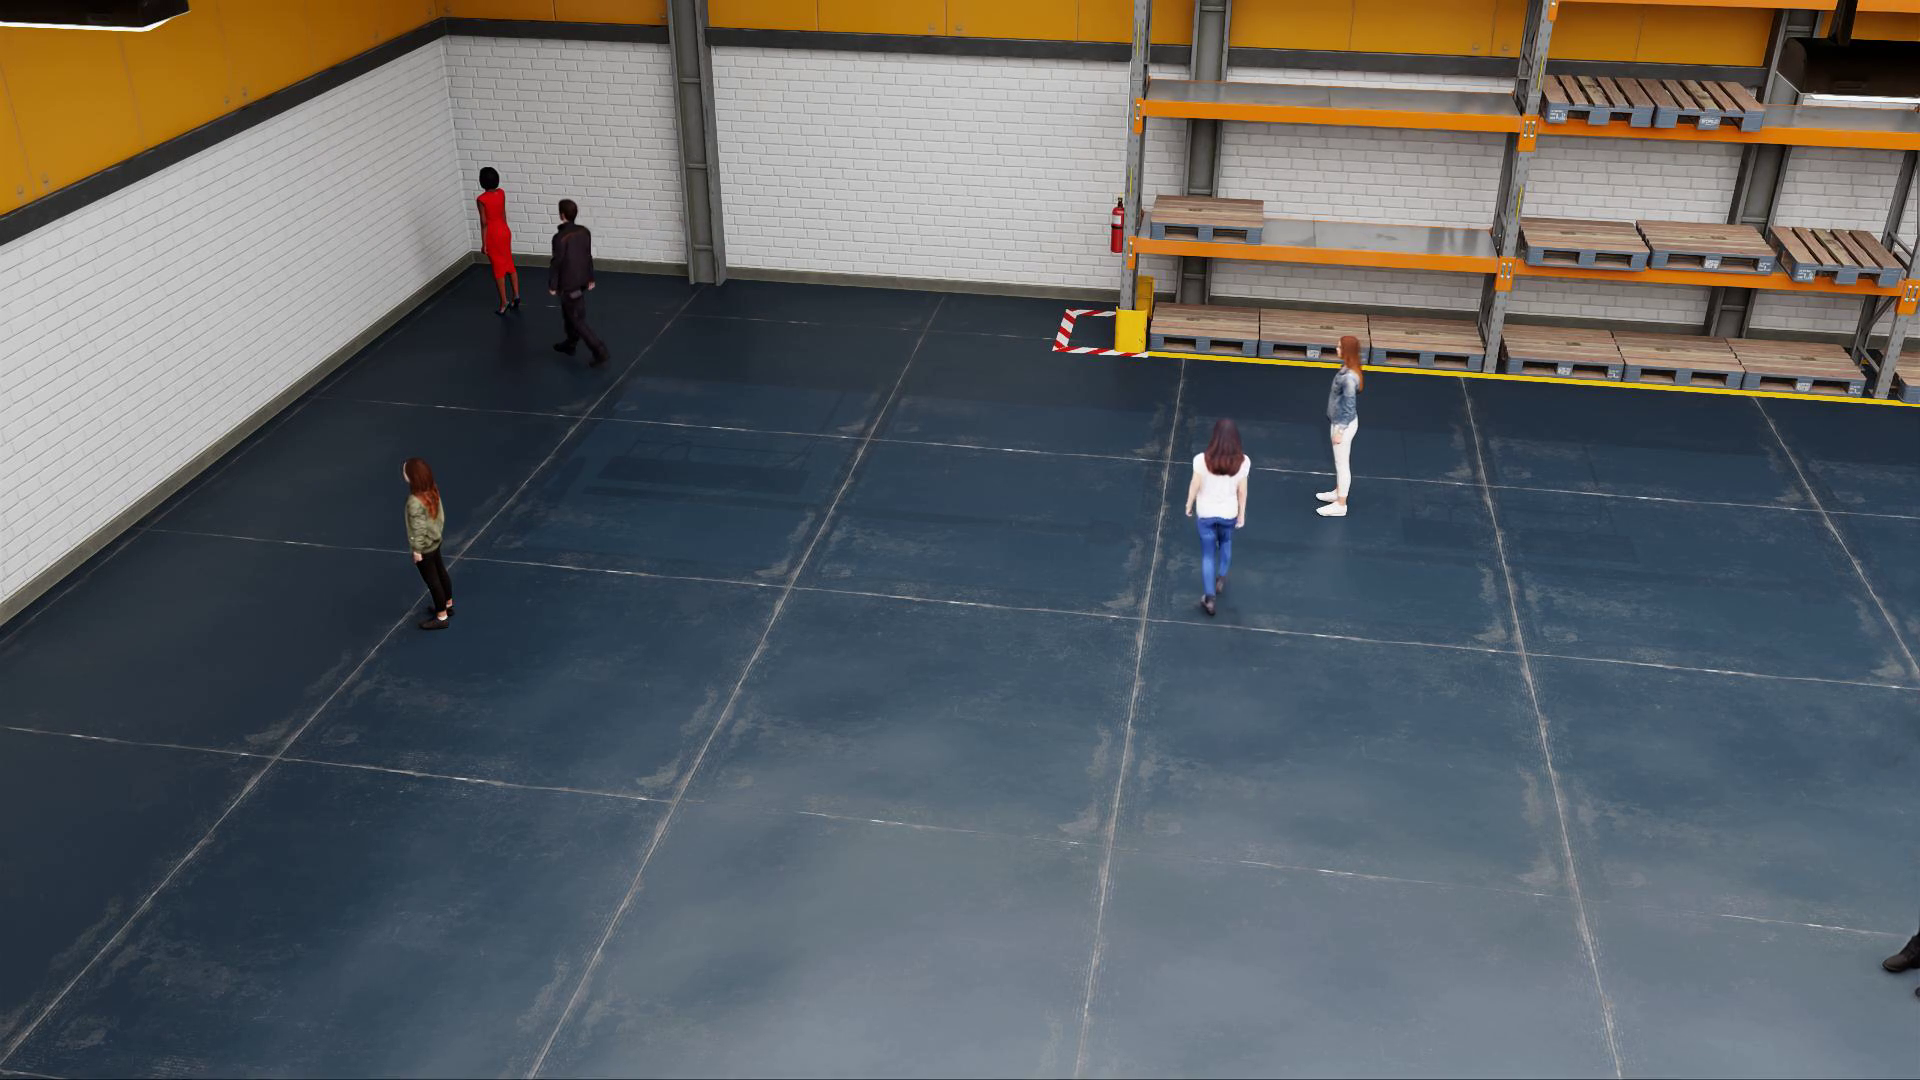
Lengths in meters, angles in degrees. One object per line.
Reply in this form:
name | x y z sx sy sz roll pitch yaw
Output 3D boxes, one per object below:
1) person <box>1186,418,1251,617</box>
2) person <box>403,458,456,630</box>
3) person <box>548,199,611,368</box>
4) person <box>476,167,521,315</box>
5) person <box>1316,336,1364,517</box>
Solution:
person | 2.073 -0.140 13.330 0.781 1.668 0.771 -2 29 -4
person | -4.243 0.010 13.257 0.560 1.476 0.608 0 29 0
person | -4.129 -2.738 17.943 1.173 1.812 0.868 11 31 20
person | -5.393 -3.495 19.403 0.615 1.743 0.627 16 33 27
person | 3.454 -1.035 14.937 0.493 1.701 0.611 5 29 9
